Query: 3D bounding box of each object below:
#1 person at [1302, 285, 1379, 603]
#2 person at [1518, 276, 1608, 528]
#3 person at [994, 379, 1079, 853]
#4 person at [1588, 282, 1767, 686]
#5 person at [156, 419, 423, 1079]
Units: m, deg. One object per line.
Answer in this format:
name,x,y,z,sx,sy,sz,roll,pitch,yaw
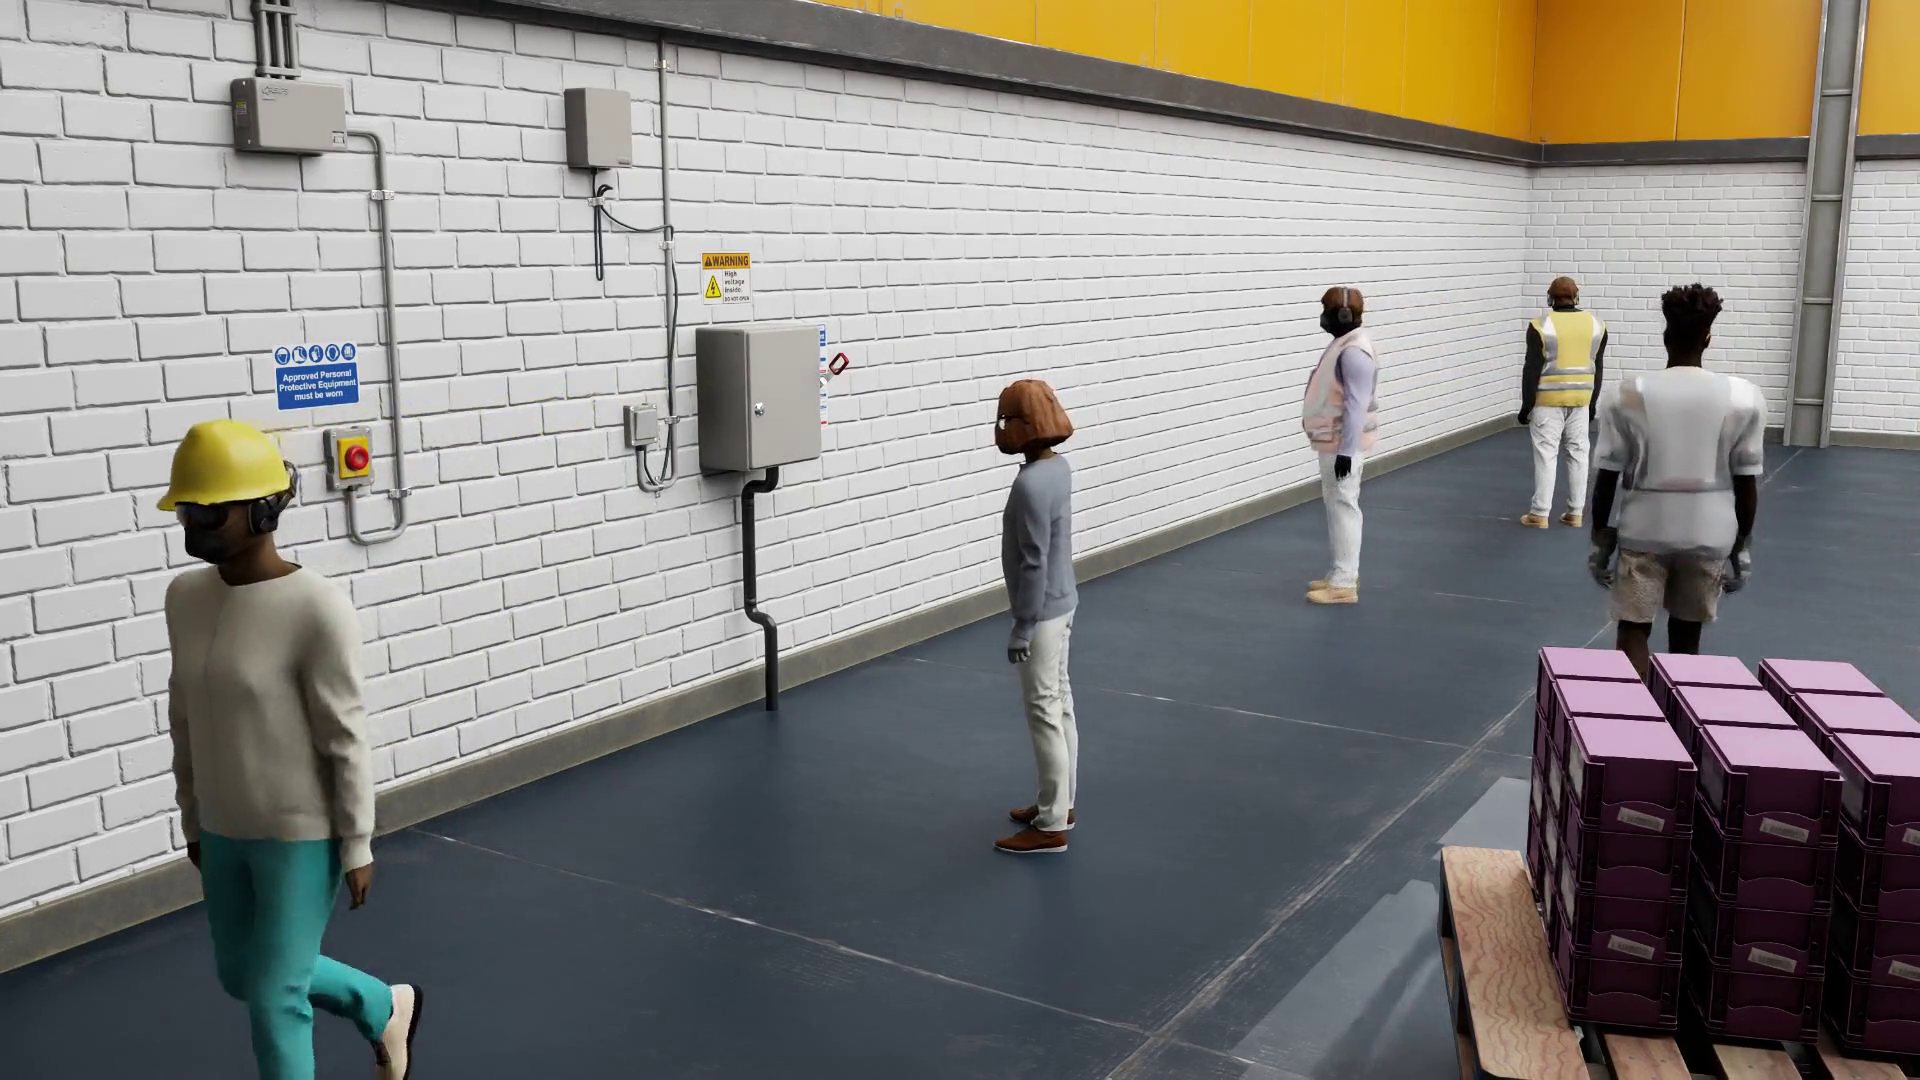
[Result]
person,2.203,-0.555,9.696,0.429,1.841,0.632,1,10,6
person,4.380,-0.998,12.170,0.619,1.839,0.430,-2,10,-9
person,0.261,0.263,5.738,0.283,1.631,0.503,3,11,15
person,2.751,-0.014,6.414,0.611,1.945,0.725,3,11,18
person,-1.440,0.595,3.608,0.531,1.748,0.705,5,11,25
